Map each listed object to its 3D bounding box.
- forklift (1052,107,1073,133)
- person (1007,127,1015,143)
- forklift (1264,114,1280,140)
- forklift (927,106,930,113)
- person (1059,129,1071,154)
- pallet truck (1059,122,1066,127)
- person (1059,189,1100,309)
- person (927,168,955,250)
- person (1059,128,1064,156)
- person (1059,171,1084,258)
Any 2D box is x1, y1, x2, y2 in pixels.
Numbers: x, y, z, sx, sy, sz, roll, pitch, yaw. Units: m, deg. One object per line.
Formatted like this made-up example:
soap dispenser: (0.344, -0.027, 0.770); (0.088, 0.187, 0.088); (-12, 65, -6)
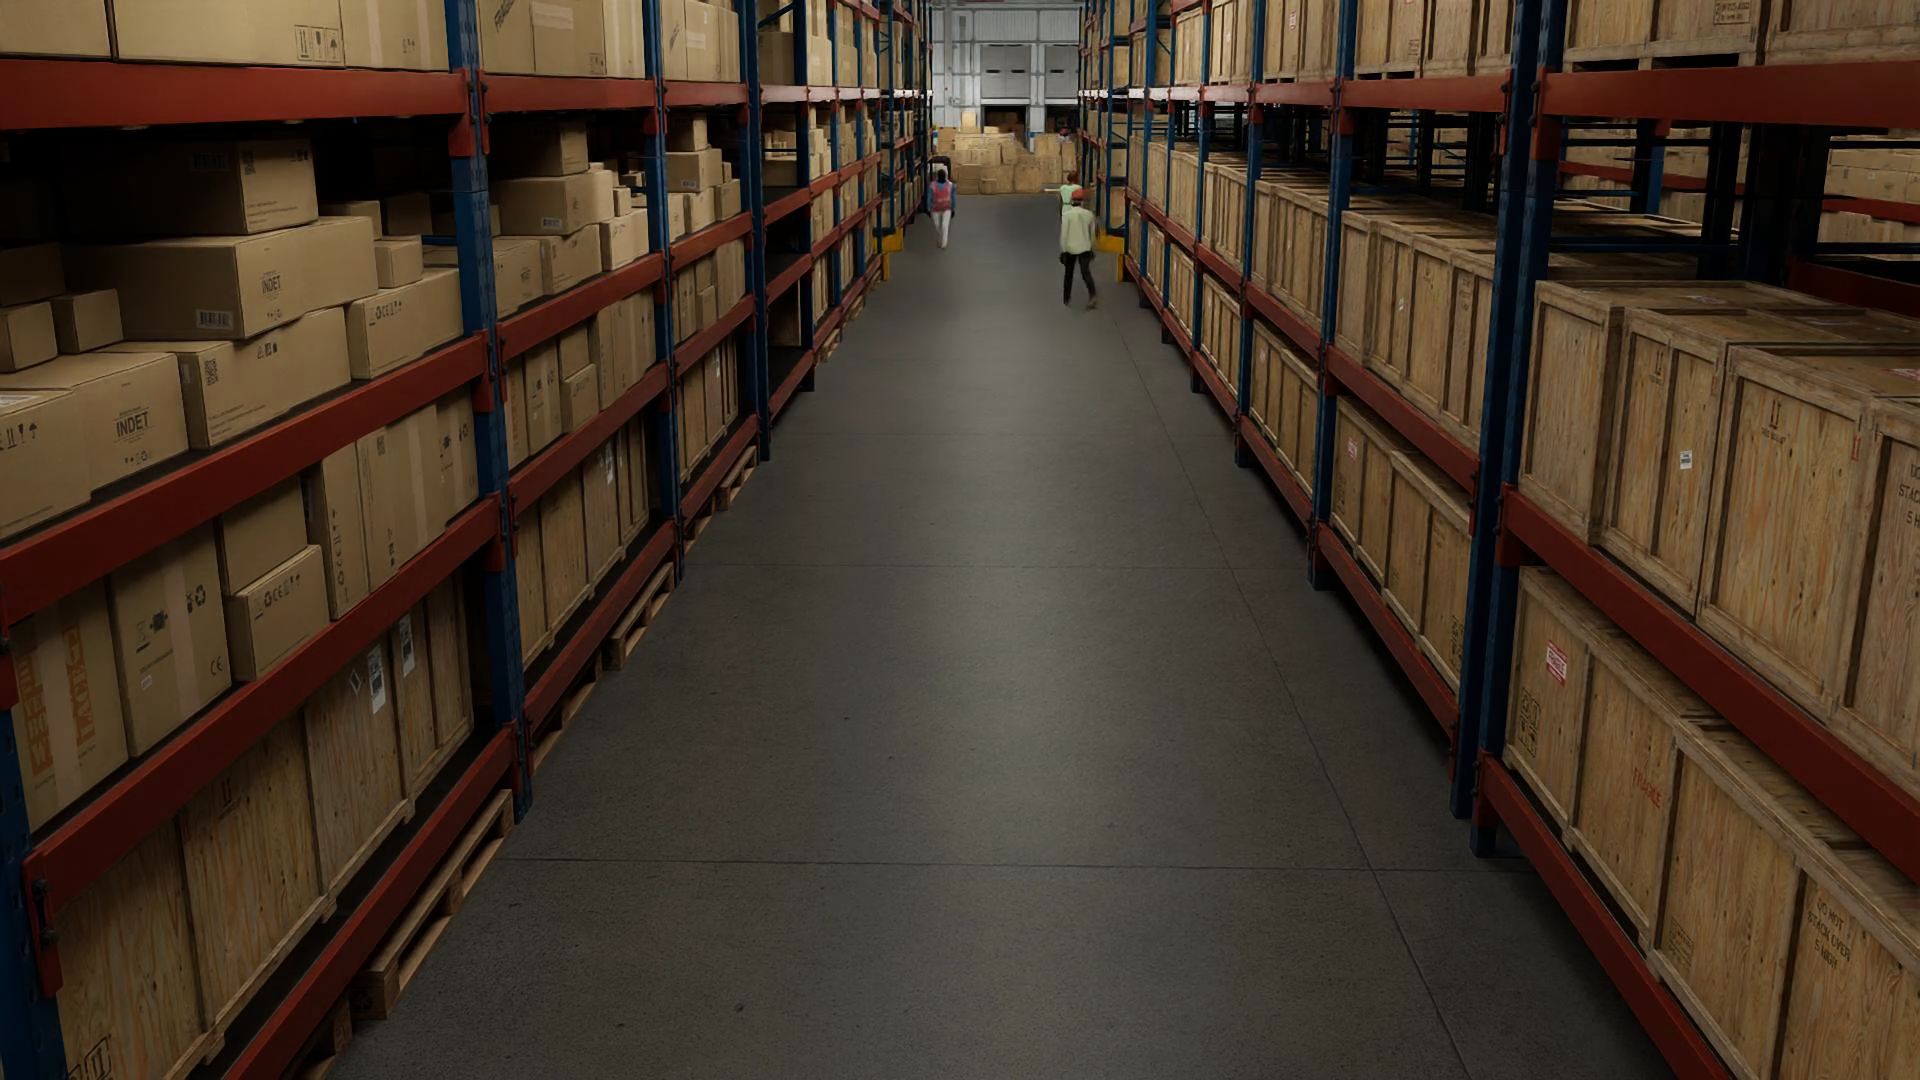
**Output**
forklift: (4.806, -18.966, 78.357); (1.129, 2.768, 1.873); (-7, 17, -26)
person: (2.456, -19.668, 82.967); (0.987, 1.832, 0.600); (-9, 17, -30)
forklift: (11.031, -14.037, 60.017); (1.129, 2.768, 1.873); (0, 15, 2)
forklift: (-2.001, -20.667, 84.687); (1.129, 2.768, 1.873); (0, 15, 2)
person: (4.802, -17.732, 75.609); (0.615, 1.907, 0.510); (-3, 15, -12)
pallet truck: (5.788, -21.111, 88.014); (1.885, 1.965, 0.823); (5, 16, 18)
person: (1.975, -4.783, 27.378); (0.665, 1.949, 0.935); (-5, 16, -18)
person: (-0.420, -7.518, 37.771); (0.629, 1.818, 0.794); (1, 15, 2)
person: (4.658, -17.947, 76.396); (0.665, 1.917, 0.490); (2, 15, 6)
person: (2.398, -6.976, 35.708); (0.570, 1.845, 0.380); (7, 17, 24)
